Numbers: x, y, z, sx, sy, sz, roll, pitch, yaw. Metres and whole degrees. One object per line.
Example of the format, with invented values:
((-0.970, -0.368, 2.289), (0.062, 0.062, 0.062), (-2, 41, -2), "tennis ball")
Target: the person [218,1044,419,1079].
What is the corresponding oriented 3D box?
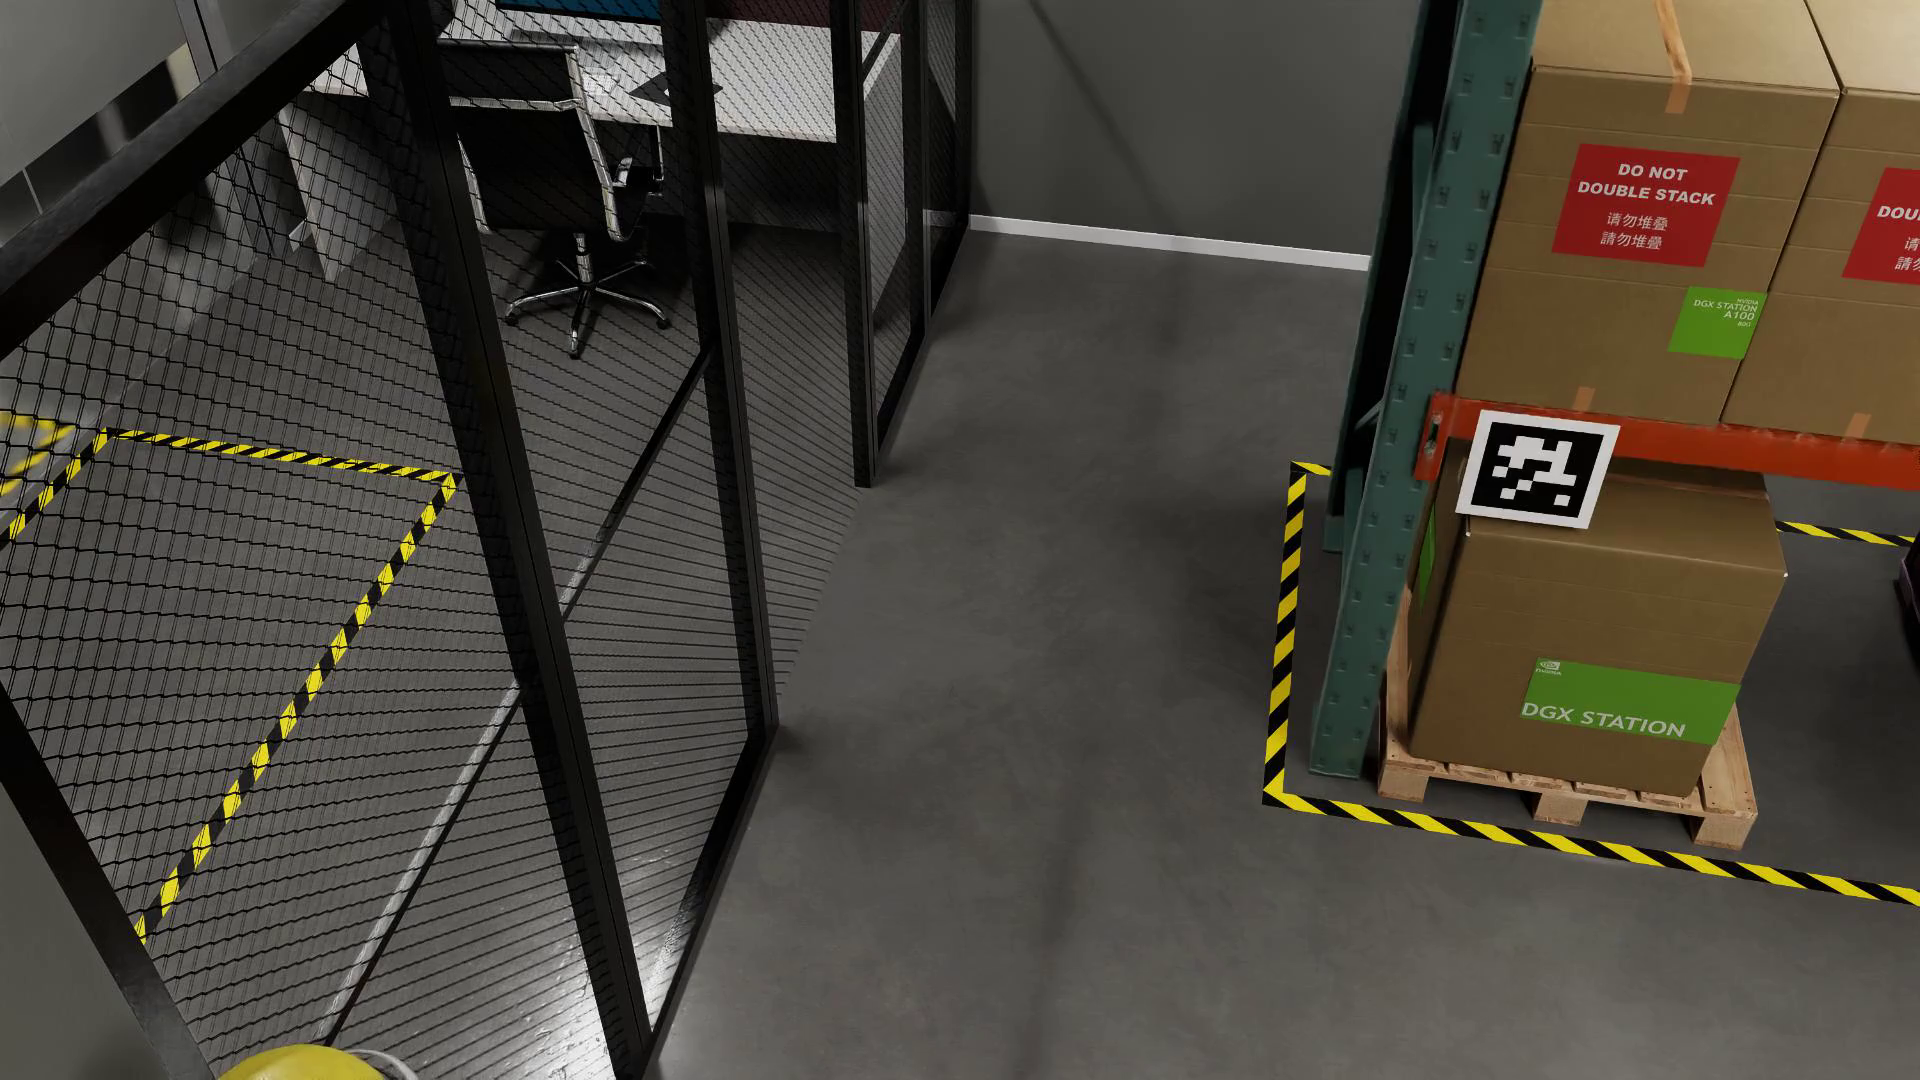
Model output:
((-0.675, 1.221, 2.172), (0.586, 1.833, 0.404), (13, 43, 14), "person")
